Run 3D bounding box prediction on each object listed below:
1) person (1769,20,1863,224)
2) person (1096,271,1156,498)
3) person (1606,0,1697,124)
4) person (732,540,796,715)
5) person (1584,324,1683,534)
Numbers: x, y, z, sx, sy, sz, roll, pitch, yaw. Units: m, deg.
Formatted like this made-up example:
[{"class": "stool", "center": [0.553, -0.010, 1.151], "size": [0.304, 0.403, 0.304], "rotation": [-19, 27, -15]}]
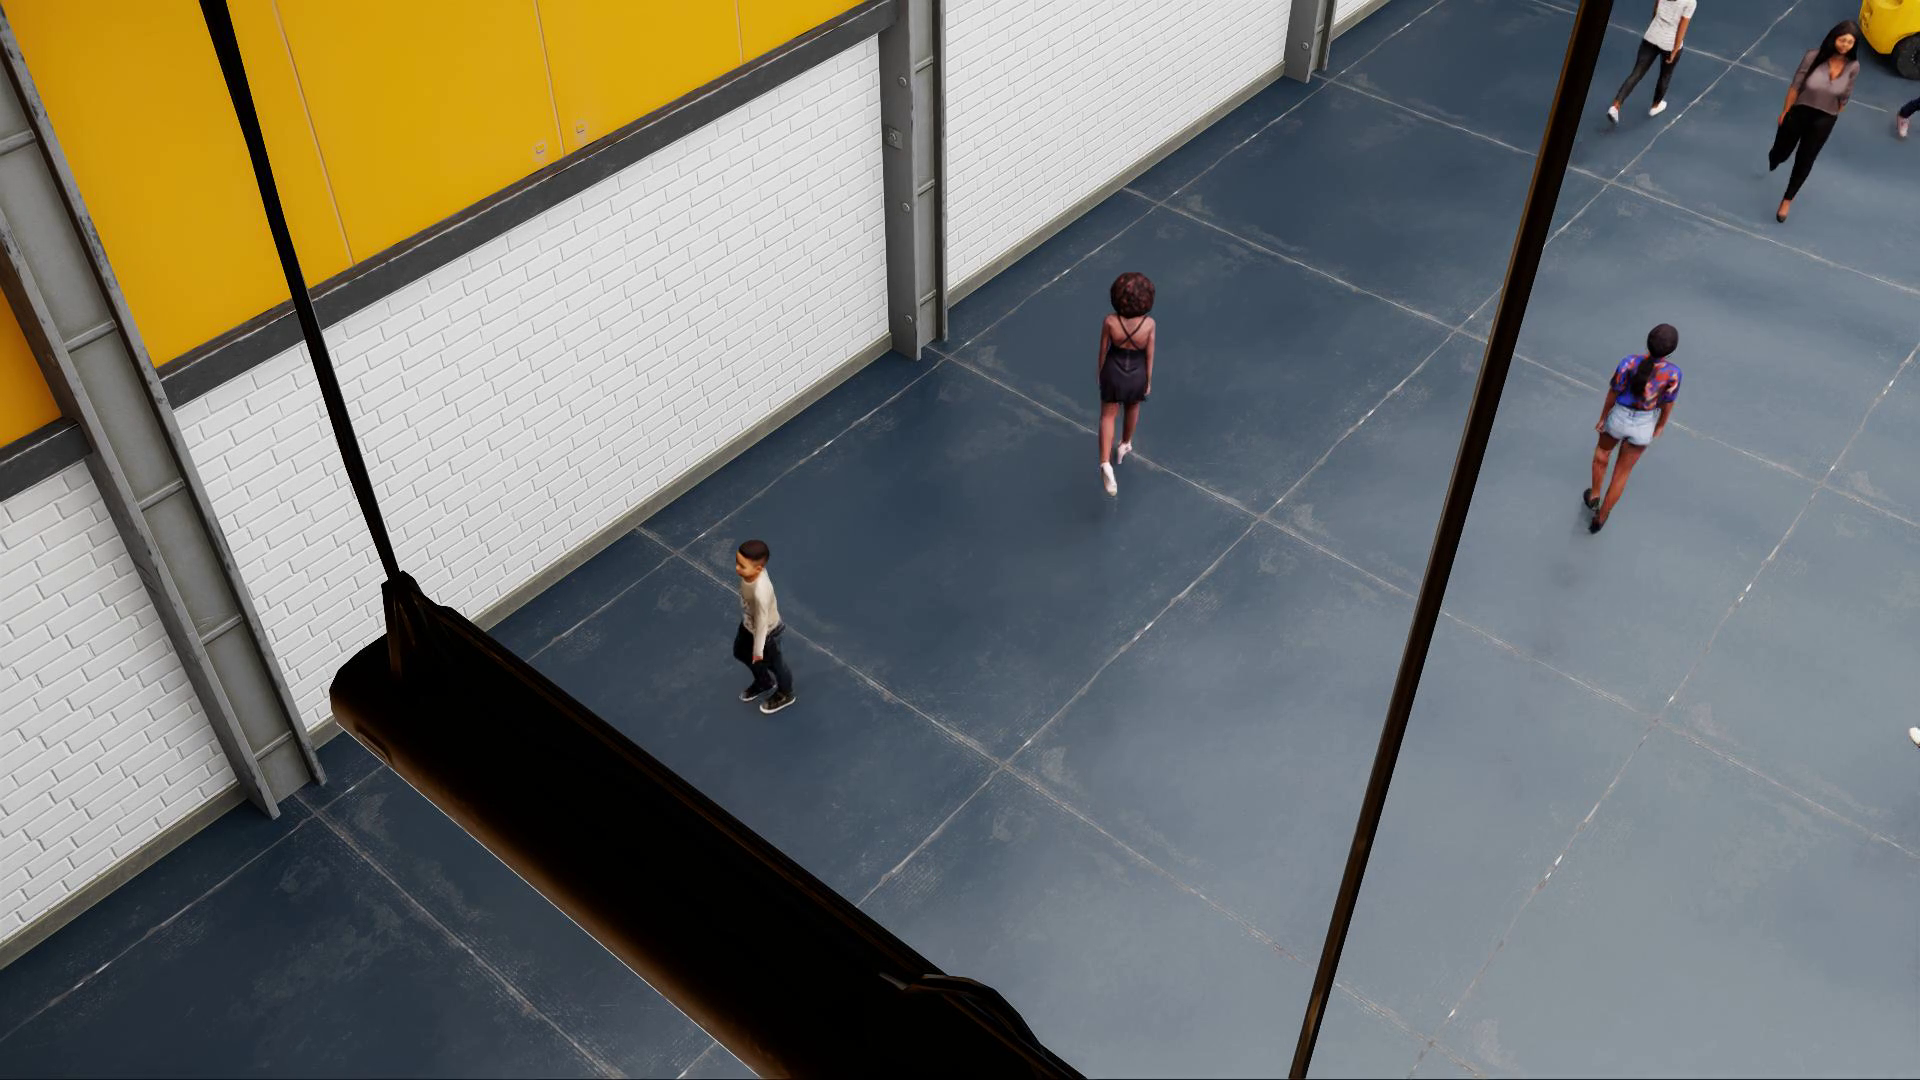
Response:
[{"class": "person", "center": [7.412, -3.711, 14.548], "size": [0.837, 1.824, 1.036], "rotation": [14, 45, 14]}, {"class": "person", "center": [1.163, -1.082, 11.830], "size": [0.907, 1.768, 1.087], "rotation": [5, 44, 5]}, {"class": "person", "center": [6.567, -4.664, 15.698], "size": [1.126, 1.618, 0.735], "rotation": [-29, 51, -27]}, {"class": "person", "center": [-1.171, 0.516, 10.381], "size": [0.670, 1.452, 0.653], "rotation": [-19, 47, -19]}, {"class": "person", "center": [4.605, -0.728, 11.487], "size": [0.668, 1.727, 0.706], "rotation": [18, 47, 18]}]
